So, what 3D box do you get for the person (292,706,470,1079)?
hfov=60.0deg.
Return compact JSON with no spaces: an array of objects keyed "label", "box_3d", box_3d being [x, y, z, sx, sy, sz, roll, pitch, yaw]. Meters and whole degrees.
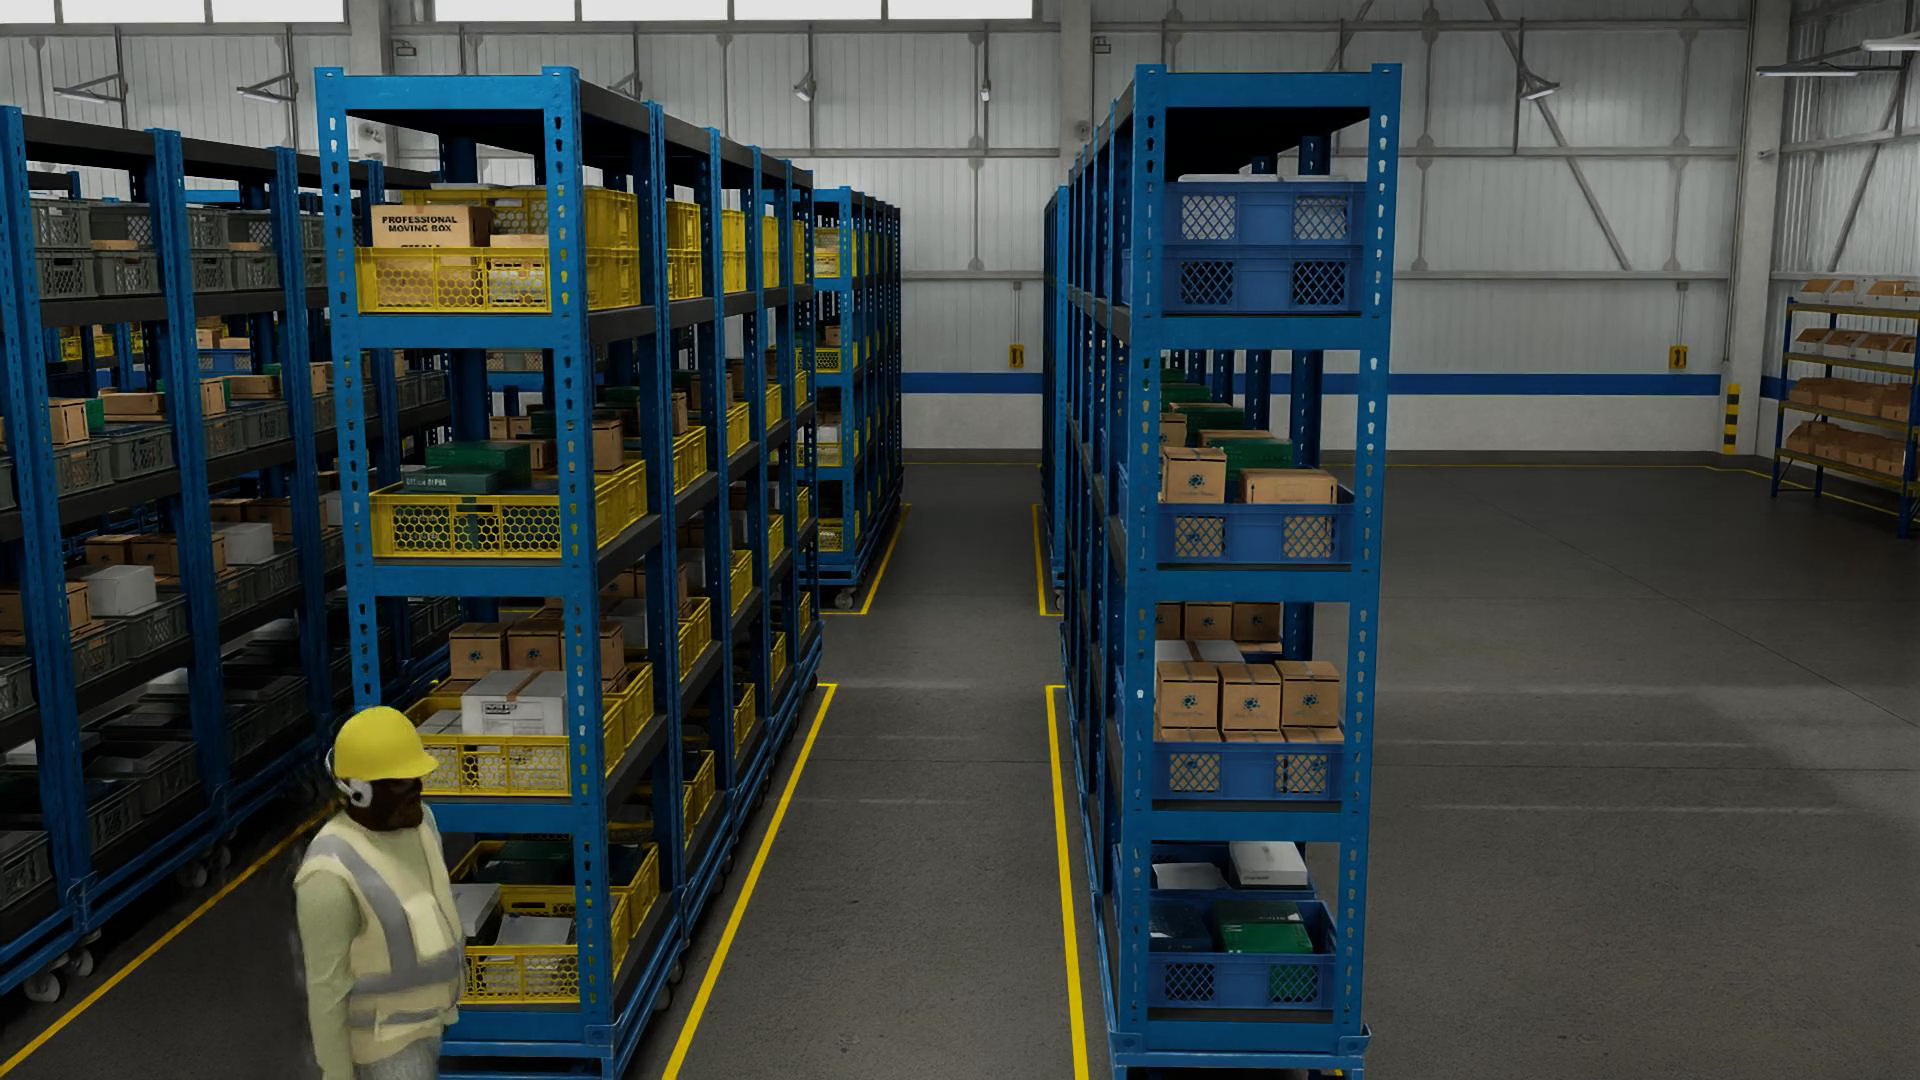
[{"label":"person","box_3d":[-1.675,1.337,4.737,0.792,1.805,0.598,1,10,6]}]
